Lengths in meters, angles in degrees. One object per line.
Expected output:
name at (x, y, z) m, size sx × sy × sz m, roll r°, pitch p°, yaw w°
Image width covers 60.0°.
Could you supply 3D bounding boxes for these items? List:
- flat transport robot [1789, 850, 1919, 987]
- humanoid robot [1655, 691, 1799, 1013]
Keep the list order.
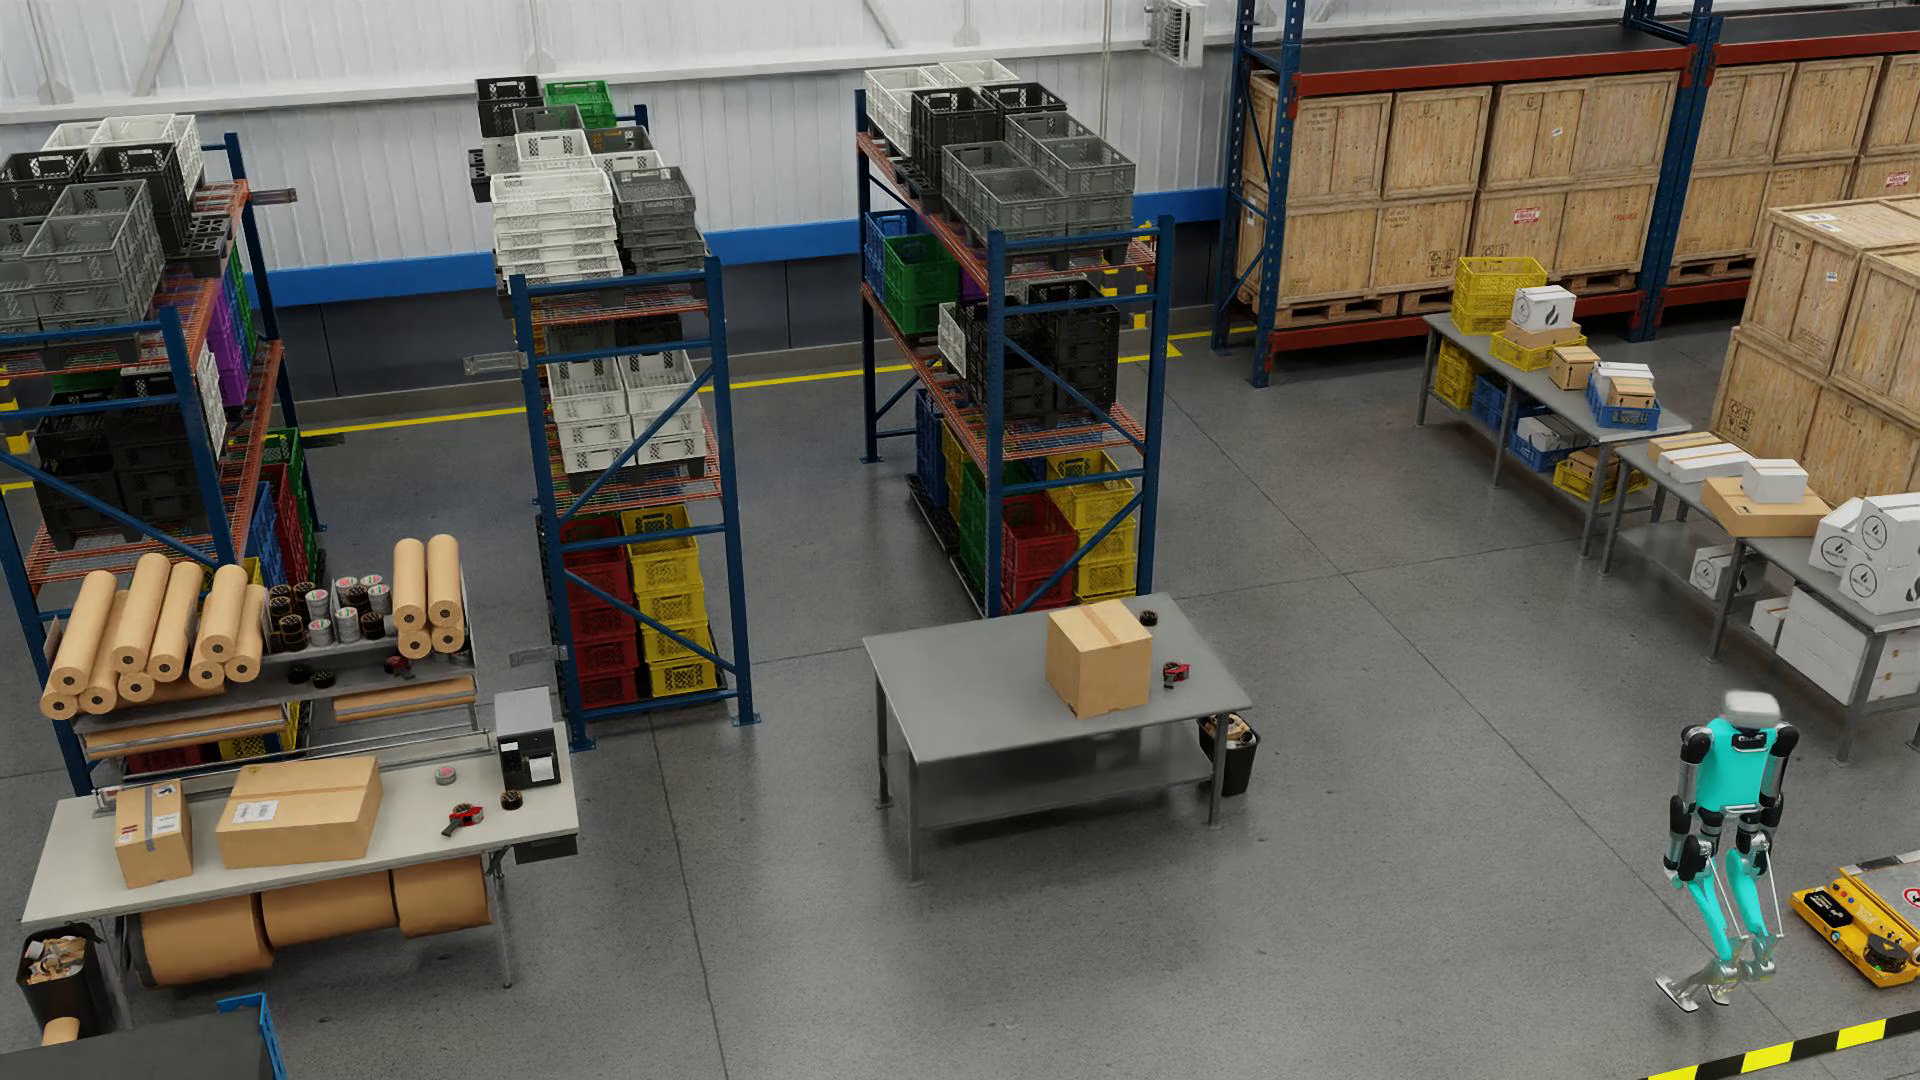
flat transport robot at (5.163, 1.916, 8.676) m, size 1.431 × 0.231 × 0.659 m, roll -8°, pitch 30°, yaw -14°
humanoid robot at (3.604, 1.542, 7.695) m, size 0.533 × 1.673 × 0.735 m, roll -3°, pitch 29°, yaw -5°
